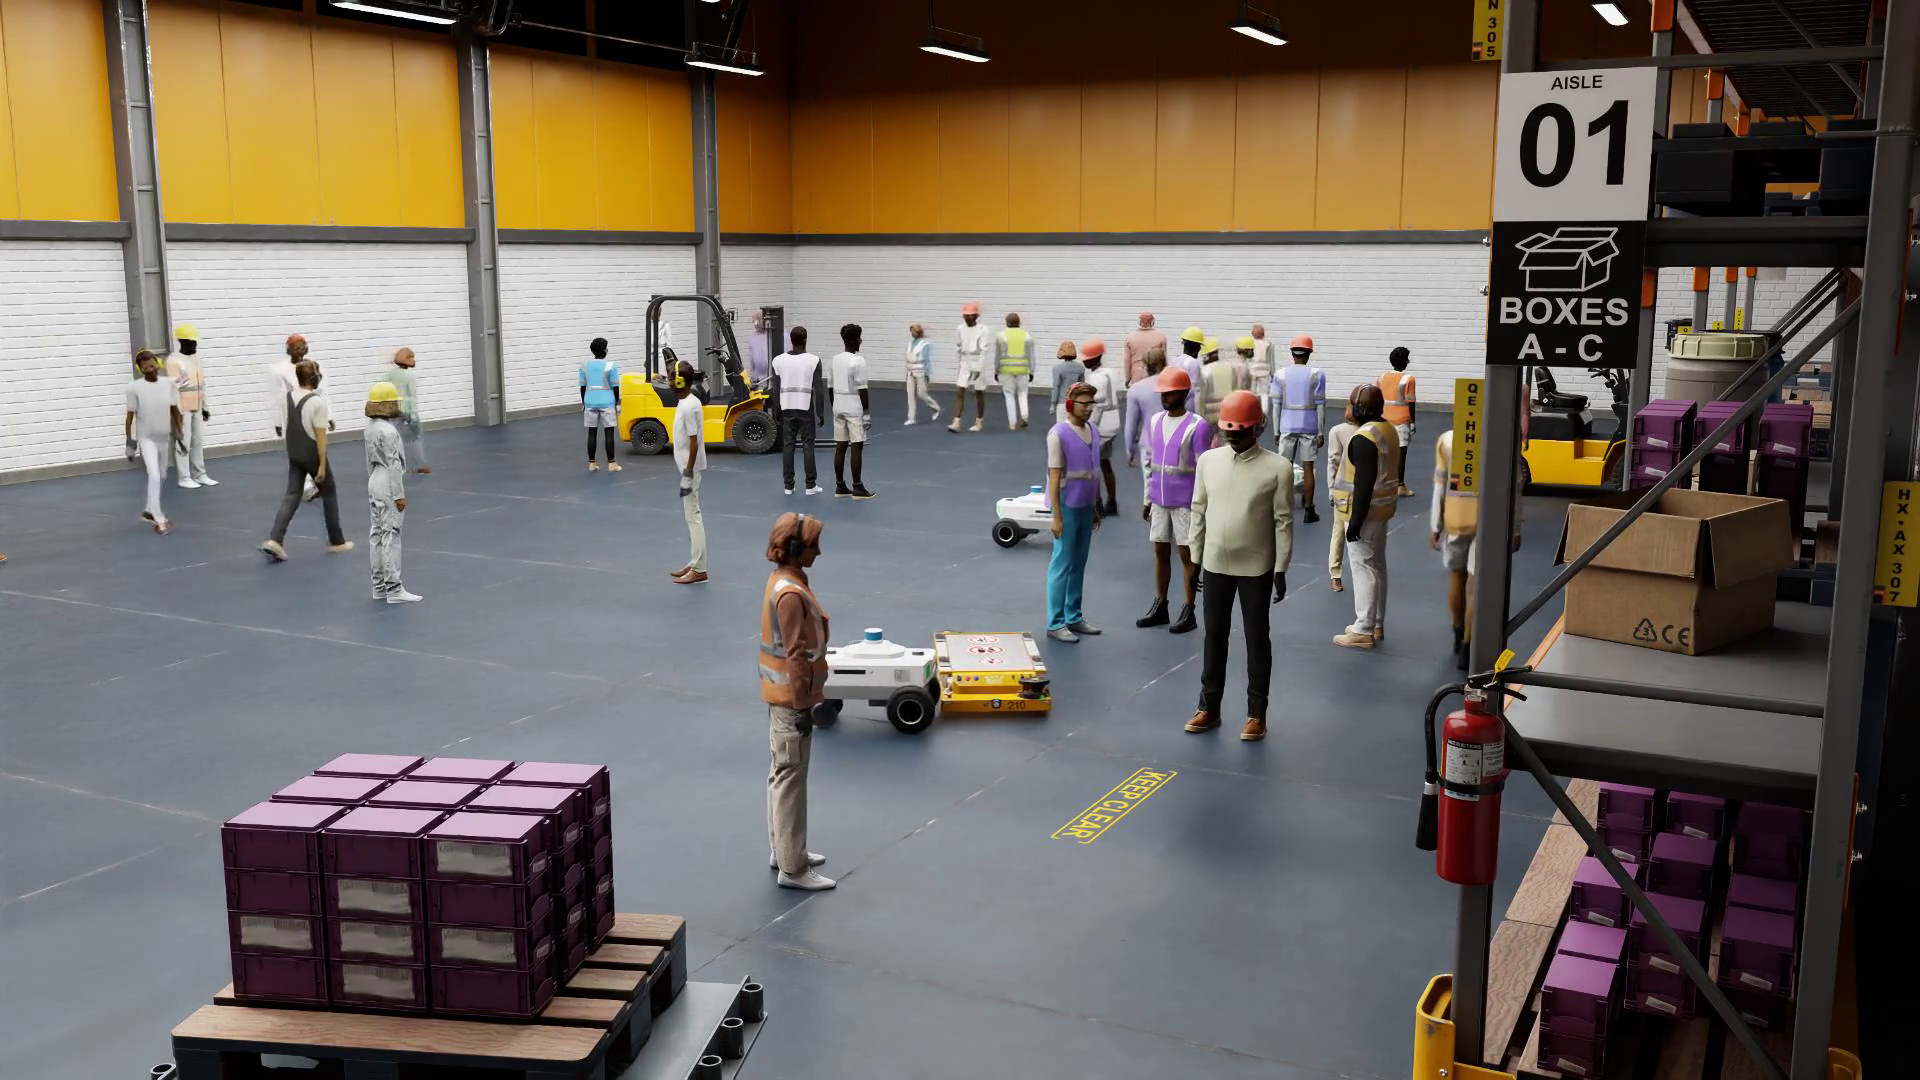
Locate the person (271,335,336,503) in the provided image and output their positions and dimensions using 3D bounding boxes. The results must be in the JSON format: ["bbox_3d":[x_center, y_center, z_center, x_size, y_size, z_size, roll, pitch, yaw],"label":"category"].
[{"bbox_3d":[-7.229,-1.333,18.379,0.580,1.839,0.956,-9,14,-44],"label":"person"}]

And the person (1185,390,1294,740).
[{"bbox_3d":[1.573,0.140,9.422,0.610,1.986,0.392,6,11,30],"label":"person"}]

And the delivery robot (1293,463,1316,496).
[{"bbox_3d":[3.515,-0.689,18.091,0.477,0.478,0.707,-8,13,-39],"label":"delivery robot"}]

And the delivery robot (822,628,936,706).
[{"bbox_3d":[-0.502,0.759,9.706,0.707,0.478,0.477,1,10,4],"label":"delivery robot"}]

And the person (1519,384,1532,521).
[{"bbox_3d":[5.552,-1.053,16.966,0.525,1.769,0.308,6,12,33],"label":"person"}]

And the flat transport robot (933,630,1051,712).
[{"bbox_3d":[0.179,0.807,10.523,0.652,0.197,1.431,0,10,-3],"label":"flat transport robot"}]

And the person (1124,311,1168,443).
[{"bbox_3d":[2.699,-2.356,24.098,0.636,1.910,0.405,2,10,13],"label":"person"}]

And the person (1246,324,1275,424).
[{"bbox_3d":[4.739,-2.617,26.423,0.529,1.621,0.403,1,10,7],"label":"person"}]

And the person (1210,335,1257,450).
[{"bbox_3d":[3.451,-1.700,20.812,0.868,1.729,0.523,-1,10,-7],"label":"person"}]

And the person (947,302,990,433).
[{"bbox_3d":[0.129,-2.606,25.275,0.602,1.999,0.955,5,11,27],"label":"person"}]

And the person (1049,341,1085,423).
[{"bbox_3d":[1.372,-1.727,21.260,0.509,1.629,0.290,-6,11,-30],"label":"person"}]

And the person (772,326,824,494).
[{"bbox_3d":[-1.840,-1.470,18.939,0.597,1.916,0.370,2,10,11],"label":"person"}]

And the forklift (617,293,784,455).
[{"bbox_3d":[-3.588,-2.317,23.042,2.313,2.155,1.214,-1,10,-5],"label":"forklift"}]

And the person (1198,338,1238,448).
[{"bbox_3d":[2.951,-1.401,18.963,0.609,1.793,0.831,-4,11,-24],"label":"person"}]

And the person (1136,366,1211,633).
[{"bbox_3d":[1.543,-0.295,12.080,0.552,1.937,0.356,9,14,43],"label":"person"}]

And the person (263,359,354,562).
[{"bbox_3d":[-5.897,-0.717,14.923,0.525,1.812,0.925,3,10,18],"label":"person"}]

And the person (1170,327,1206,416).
[{"bbox_3d":[2.567,-1.431,18.717,0.382,1.917,0.585,-4,10,-21],"label":"person"}]

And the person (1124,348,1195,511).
[{"bbox_3d":[1.841,-0.835,15.396,0.666,1.871,1.019,-1,10,-4],"label":"person"}]

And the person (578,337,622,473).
[{"bbox_3d":[-4.499,-1.687,20.827,0.539,1.698,0.319,2,10,12],"label":"person"}]

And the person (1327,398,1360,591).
[{"bbox_3d":[3.228,-0.398,13.550,0.500,1.636,0.283,-2,10,-12],"label":"person"}]

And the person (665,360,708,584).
[{"bbox_3d":[-2.276,-0.561,13.850,0.327,1.862,0.517,-2,10,-9],"label":"person"}]

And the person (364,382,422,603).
[{"bbox_3d":[-4.501,-0.376,13.114,0.295,1.744,0.485,-9,13,-41],"label":"person"}]

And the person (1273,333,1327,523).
[{"bbox_3d":[3.461,-1.135,16.968,0.542,1.930,0.366,4,11,21],"label":"person"}]

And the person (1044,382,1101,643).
[{"bbox_3d":[0.798,-0.207,11.844,0.374,1.840,0.568,7,12,34],"label":"person"}]

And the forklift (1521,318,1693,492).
[{"bbox_3d":[7.066,-1.601,18.899,2.313,2.155,1.214,5,11,27],"label":"forklift"}]

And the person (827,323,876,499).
[{"bbox_3d":[-1.220,-1.437,18.605,0.602,1.967,0.367,9,13,43],"label":"person"}]

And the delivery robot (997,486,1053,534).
[{"bbox_3d":[0.717,-0.263,15.624,0.707,0.478,0.477,3,10,15],"label":"delivery robot"}]

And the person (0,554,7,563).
[{"bbox_3d":[-8.752,-0.741,14.657,0.635,1.939,0.361,8,13,40],"label":"person"}]

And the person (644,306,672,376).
[{"bbox_3d":[-5.173,-3.087,28.405,0.572,1.883,0.355,6,12,32],"label":"person"}]

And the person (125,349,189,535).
[{"bbox_3d":[-8.001,-0.987,16.451,0.795,1.833,0.538,6,12,32],"label":"person"}]

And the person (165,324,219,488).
[{"bbox_3d":[-9.016,-1.565,19.488,0.406,1.920,0.603,2,10,9],"label":"person"}]

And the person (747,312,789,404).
[{"bbox_3d":[-2.855,-2.501,25.072,0.748,1.867,0.472,4,10,20],"label":"person"}]

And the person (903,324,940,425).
[{"bbox_3d":[-0.635,-2.661,26.698,0.608,1.623,0.520,-10,14,-44],"label":"person"}]

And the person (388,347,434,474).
[{"bbox_3d":[-6.870,-1.572,20.445,0.499,1.604,0.775,5,11,27],"label":"person"}]

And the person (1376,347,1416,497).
[{"bbox_3d":[4.930,-1.332,18.781,0.315,1.696,0.541,-7,12,-36],"label":"person"}]

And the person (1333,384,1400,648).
[{"bbox_3d":[2.832,-0.171,11.647,0.429,1.839,0.634,6,11,29],"label":"person"}]

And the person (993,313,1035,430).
[{"bbox_3d":[0.832,-2.621,25.892,0.634,1.821,0.440,-2,10,-9],"label":"person"}]

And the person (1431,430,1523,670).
[{"bbox_3d":[3.498,-0.121,11.154,0.561,1.906,0.807,6,12,32],"label":"person"}]

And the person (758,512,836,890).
[{"bbox_3d":[-0.720,0.692,7.232,0.308,1.639,0.510,-2,10,-11],"label":"person"}]

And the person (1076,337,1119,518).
[{"bbox_3d":[1.413,-1.141,17.138,0.474,1.898,0.555,2,10,10],"label":"person"}]
